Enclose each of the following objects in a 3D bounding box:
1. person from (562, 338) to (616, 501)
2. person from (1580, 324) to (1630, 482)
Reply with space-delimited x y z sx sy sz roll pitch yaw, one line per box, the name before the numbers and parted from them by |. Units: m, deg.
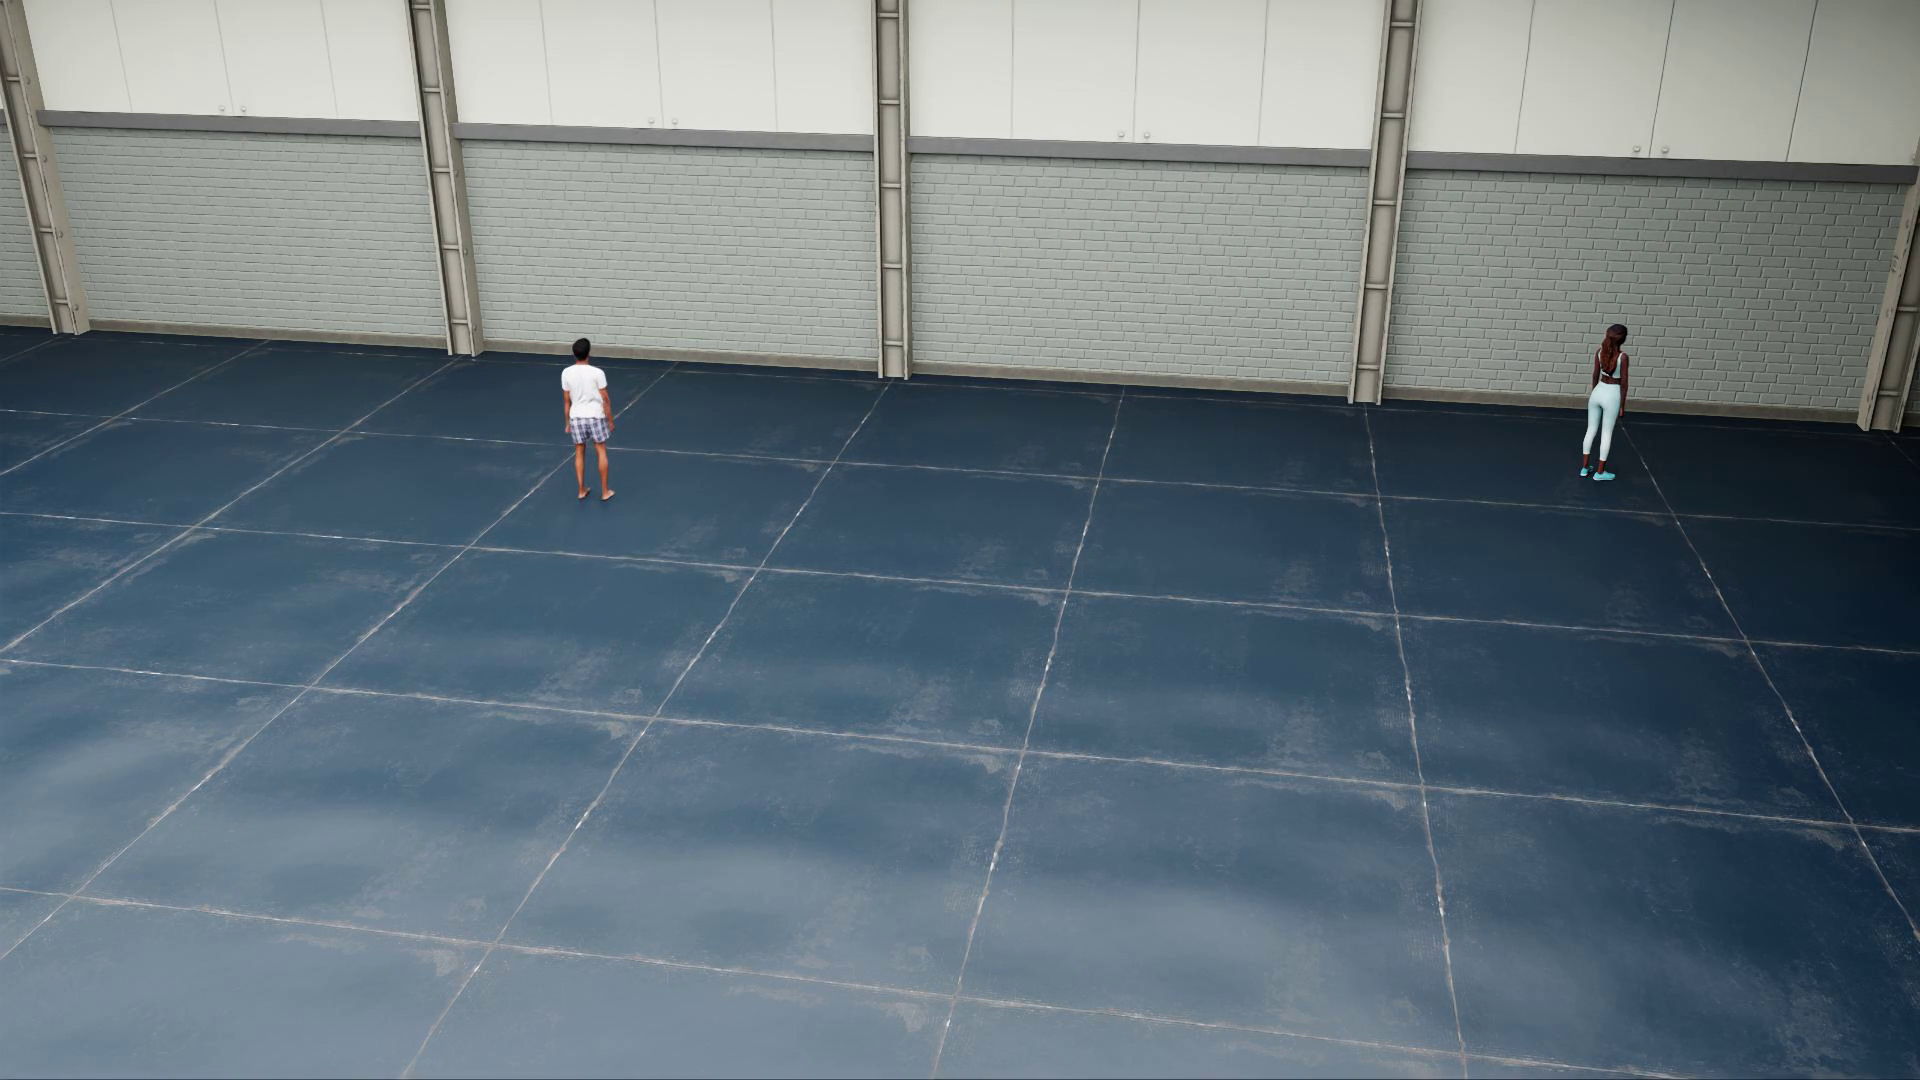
person | -3.918 -1.265 17.475 0.472 1.727 0.706 4 23 8
person | 7.005 -1.504 18.040 0.710 1.725 0.644 -17 28 -34
